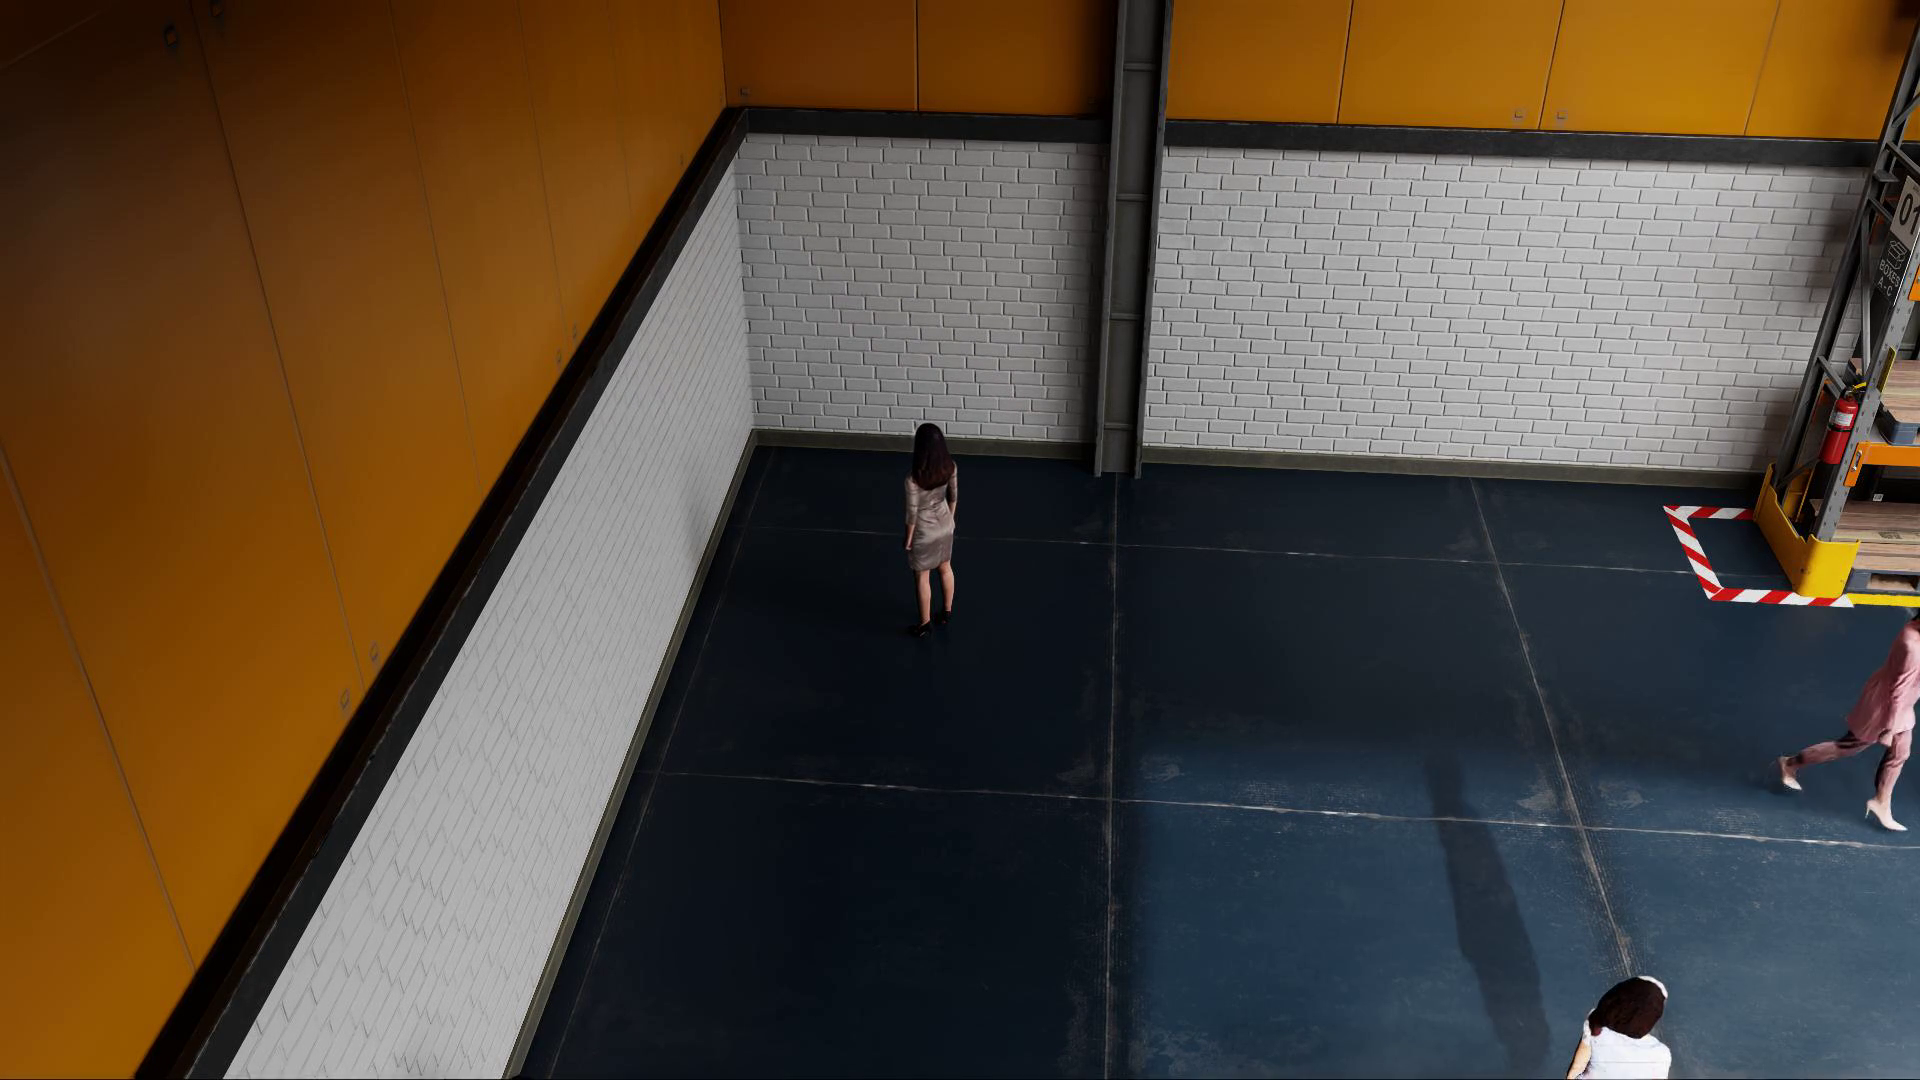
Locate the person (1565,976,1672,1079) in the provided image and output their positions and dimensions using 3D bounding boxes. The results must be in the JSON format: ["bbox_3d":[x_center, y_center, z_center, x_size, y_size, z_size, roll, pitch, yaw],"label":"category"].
[{"bbox_3d":[2.938,2.736,7.647,1.118,1.776,1.117,27,42,34],"label":"person"}]

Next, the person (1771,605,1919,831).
[{"bbox_3d":[5.607,1.011,10.258,1.170,1.759,1.005,23,40,30],"label":"person"}]

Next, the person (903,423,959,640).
[{"bbox_3d":[-0.208,-0.059,11.879,0.649,1.747,0.714,-24,40,-31],"label":"person"}]
